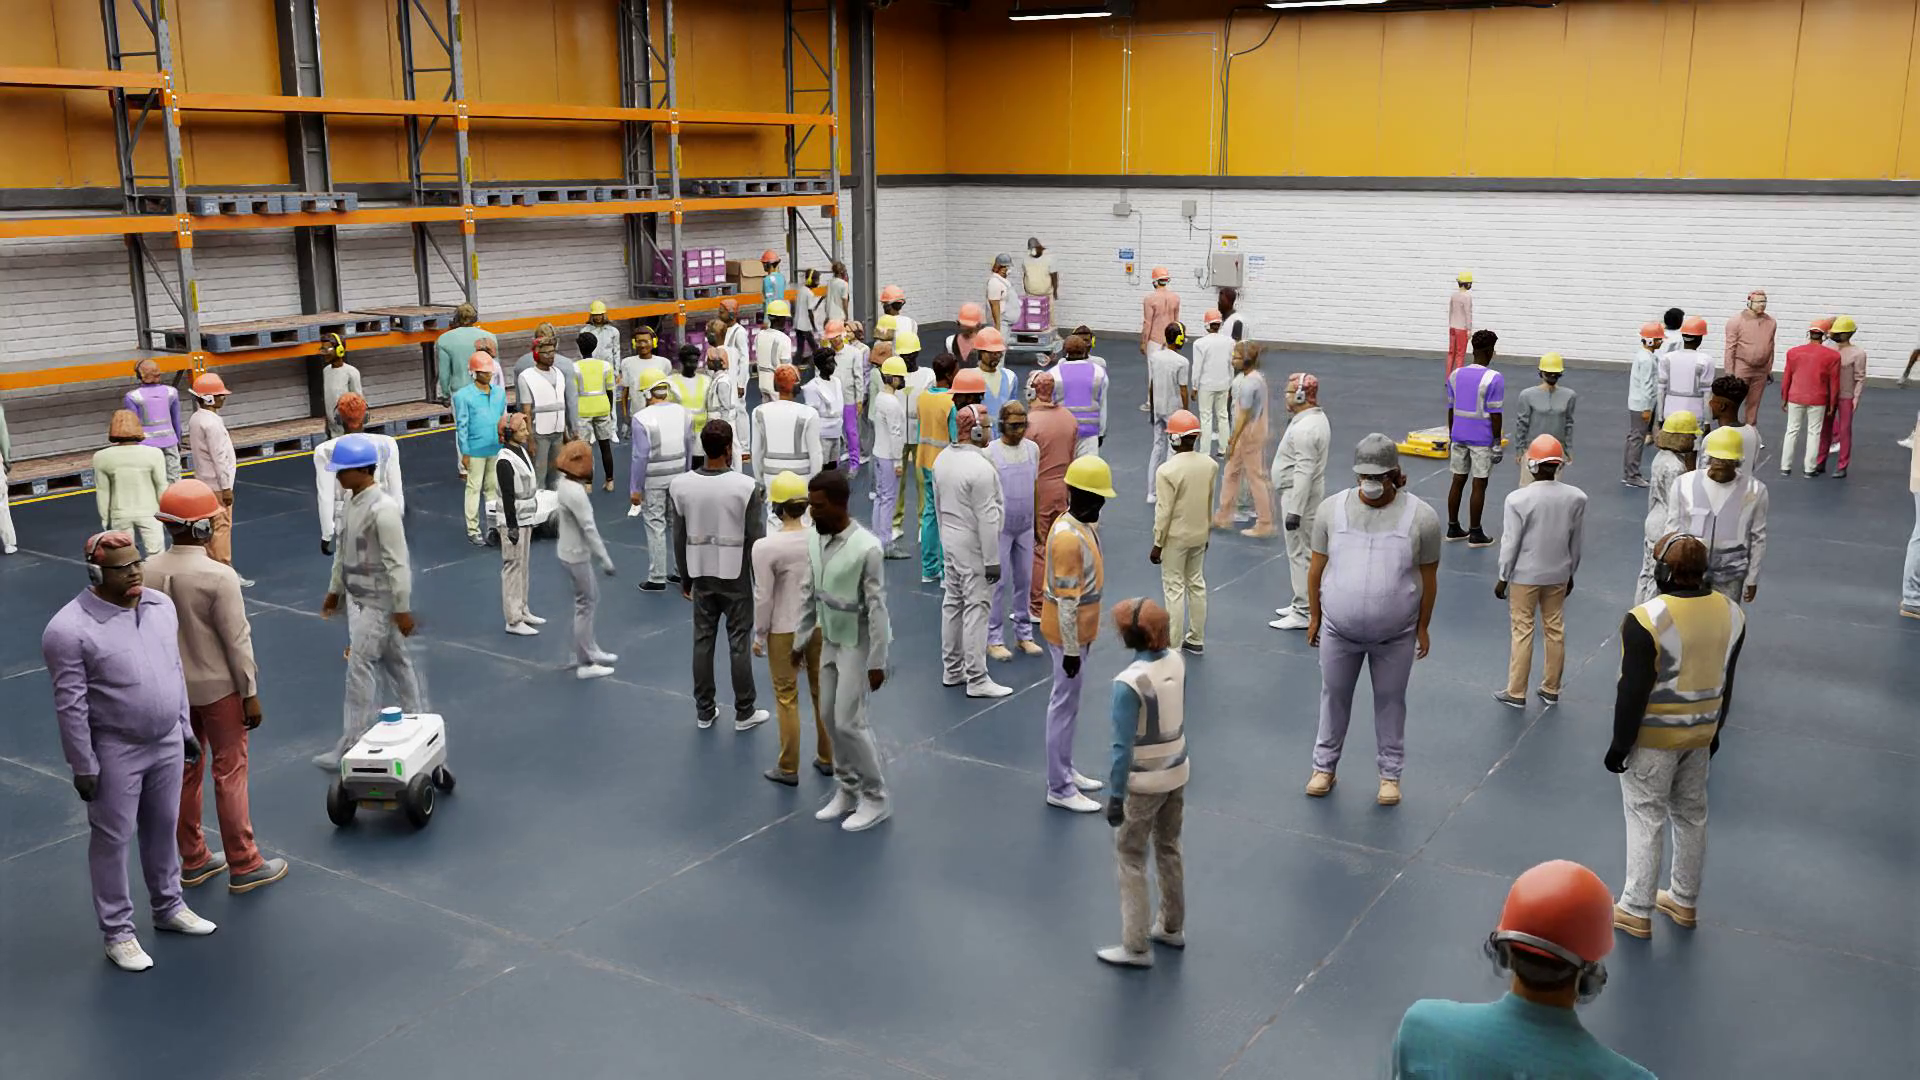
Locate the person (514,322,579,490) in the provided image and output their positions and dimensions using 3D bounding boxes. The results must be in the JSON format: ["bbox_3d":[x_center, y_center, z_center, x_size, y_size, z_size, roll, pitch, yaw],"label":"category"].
[{"bbox_3d":[-3.888,-1.085,15.736,0.630,1.938,0.366,4,14,17],"label":"person"}]

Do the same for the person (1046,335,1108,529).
[{"bbox_3d":[1.071,-1.006,15.650,0.622,1.837,0.430,-1,13,-4],"label":"person"}]

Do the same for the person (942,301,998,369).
[{"bbox_3d":[0.097,-1.457,17.158,0.651,2.021,0.476,5,14,22],"label":"person"}]

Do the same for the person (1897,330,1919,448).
[{"bbox_3d":[11.486,-1.910,19.599,0.522,1.825,0.963,-3,13,-12],"label":"person"}]

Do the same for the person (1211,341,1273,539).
[{"bbox_3d":[2.523,-0.914,15.255,0.839,1.811,0.527,3,13,15],"label":"person"}]

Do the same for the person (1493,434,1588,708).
[{"bbox_3d":[3.667,0.198,10.575,0.560,1.752,0.326,-3,13,-13],"label":"person"}]

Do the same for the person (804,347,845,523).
[{"bbox_3d":[-1.278,-1.001,15.901,0.315,1.696,0.541,7,15,27],"label":"person"}]

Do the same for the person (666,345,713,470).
[{"bbox_3d":[-2.633,-1.069,16.219,0.543,1.679,0.345,-7,15,-26],"label":"person"}]

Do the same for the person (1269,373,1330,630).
[{"bbox_3d":[2.508,-0.288,12.351,0.404,1.906,0.651,5,14,19],"label":"person"}]

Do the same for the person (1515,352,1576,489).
[{"bbox_3d":[5.236,-0.803,14.893,0.533,1.767,0.323,-1,13,-3],"label":"person"}]

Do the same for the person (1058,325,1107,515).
[{"bbox_3d":[1.186,-1.160,16.213,0.530,1.871,0.323,-3,13,-14],"label":"person"}]

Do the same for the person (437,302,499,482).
[{"bbox_3d":[-5.272,-1.589,17.920,0.638,1.938,0.357,-4,14,-17],"label":"person"}]

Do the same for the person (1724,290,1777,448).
[{"bbox_3d":[9.482,-2.042,19.957,0.643,1.909,0.410,-2,13,-10],"label":"person"}]

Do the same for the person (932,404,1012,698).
[{"bbox_3d":[0.090,0.067,10.805,0.406,1.911,0.639,-7,15,-29],"label":"person"}]

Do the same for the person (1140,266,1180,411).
[{"bbox_3d":[2.742,-2.762,22.887,0.614,1.994,0.381,-8,15,-32],"label":"person"}]

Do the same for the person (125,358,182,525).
[{"bbox_3d":[-7.457,-0.866,15.440,0.308,1.640,0.510,9,16,34],"label":"person"}]

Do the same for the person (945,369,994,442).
[{"bbox_3d":[0.073,-0.306,12.361,0.359,1.938,0.547,-1,13,-5],"label":"person"}]

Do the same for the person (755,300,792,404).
[{"bbox_3d":[-2.023,-1.683,18.375,0.396,1.920,0.586,-11,17,-41],"label":"person"}]

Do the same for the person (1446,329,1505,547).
[{"bbox_3d":[4.637,-0.919,14.979,0.376,1.958,0.603,-8,15,-30],"label":"person"}]

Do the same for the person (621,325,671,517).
[{"bbox_3d":[-3.043,-1.159,16.204,0.519,1.874,0.331,-2,13,-8],"label":"person"}]

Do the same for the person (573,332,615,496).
[{"bbox_3d":[-3.824,-1.306,17.225,0.540,1.695,0.317,-9,16,-35],"label":"person"}]

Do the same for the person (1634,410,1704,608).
[{"bbox_3d":[4.964,-0.046,11.658,0.323,1.742,0.492,2,13,8],"label":"person"}]

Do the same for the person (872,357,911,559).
[{"bbox_3d":[-0.593,-0.722,14.544,0.326,1.765,0.530,-4,14,-16],"label":"person"}]

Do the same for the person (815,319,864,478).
[{"bbox_3d":[-1.331,-1.548,18.188,0.577,1.736,0.355,4,14,16],"label":"person"}]

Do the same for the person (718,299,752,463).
[{"bbox_3d":[-2.587,-1.812,19.007,0.337,1.882,0.585,-7,15,-27],"label":"person"}]

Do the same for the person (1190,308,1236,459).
[{"bbox_3d":[2.906,-1.793,19.211,0.564,1.752,0.339,-5,14,-21],"label":"person"}]

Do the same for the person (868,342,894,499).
[{"bbox_3d":[-0.785,-1.190,16.857,0.279,1.634,0.497,-4,14,-16],"label":"person"}]

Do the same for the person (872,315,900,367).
[{"bbox_3d":[-0.833,-1.662,18.695,0.324,1.731,0.487,-1,13,-6],"label":"person"}]

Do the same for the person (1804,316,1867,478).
[{"bbox_3d":[9.594,-1.562,18.188,0.328,1.765,0.527,-7,15,-28],"label":"person"}]

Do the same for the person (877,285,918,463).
[{"bbox_3d":[-0.752,-1.853,18.836,0.377,2.045,0.605,10,16,37],"label":"person"}]

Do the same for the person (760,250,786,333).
[{"bbox_3d":[-2.926,-3.478,25.886,0.372,2.044,0.607,4,14,16],"label":"person"}]

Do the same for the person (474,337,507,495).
[{"bbox_3d":[-4.861,-1.292,17.305,0.311,1.634,0.517,-3,13,-12],"label":"person"}]

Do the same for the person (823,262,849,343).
[{"bbox_3d":[-2.063,-3.545,26.703,0.661,1.816,0.539,-10,16,-37],"label":"person"}]

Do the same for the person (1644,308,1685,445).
[{"bbox_3d":[8.561,-1.983,20.204,0.488,1.672,0.615,-7,15,-29],"label":"person"}]

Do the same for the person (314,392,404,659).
[{"bbox_3d":[-4.135,-0.084,11.517,0.572,1.883,0.358,-8,15,-32],"label":"person"}]

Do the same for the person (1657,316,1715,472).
[{"bbox_3d":[7.131,-1.227,16.356,0.358,1.938,0.542,-13,18,-43],"label":"person"}]

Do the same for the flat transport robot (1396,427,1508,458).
[{"bbox_3d":[5.874,-1.192,19.856,1.431,0.197,0.652,-11,17,-40],"label":"flat transport robot"}]

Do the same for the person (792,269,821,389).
[{"bbox_3d":[-2.252,-3.137,24.904,0.607,1.830,0.519,-6,14,-26],"label":"person"}]

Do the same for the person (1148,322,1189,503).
[{"bbox_3d":[2.096,-1.257,16.670,0.337,1.857,0.524,-11,17,-41],"label":"person"}]

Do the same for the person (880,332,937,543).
[{"bbox_3d":[-0.453,-0.925,15.069,0.594,1.924,0.379,2,13,9],"label":"person"}]
